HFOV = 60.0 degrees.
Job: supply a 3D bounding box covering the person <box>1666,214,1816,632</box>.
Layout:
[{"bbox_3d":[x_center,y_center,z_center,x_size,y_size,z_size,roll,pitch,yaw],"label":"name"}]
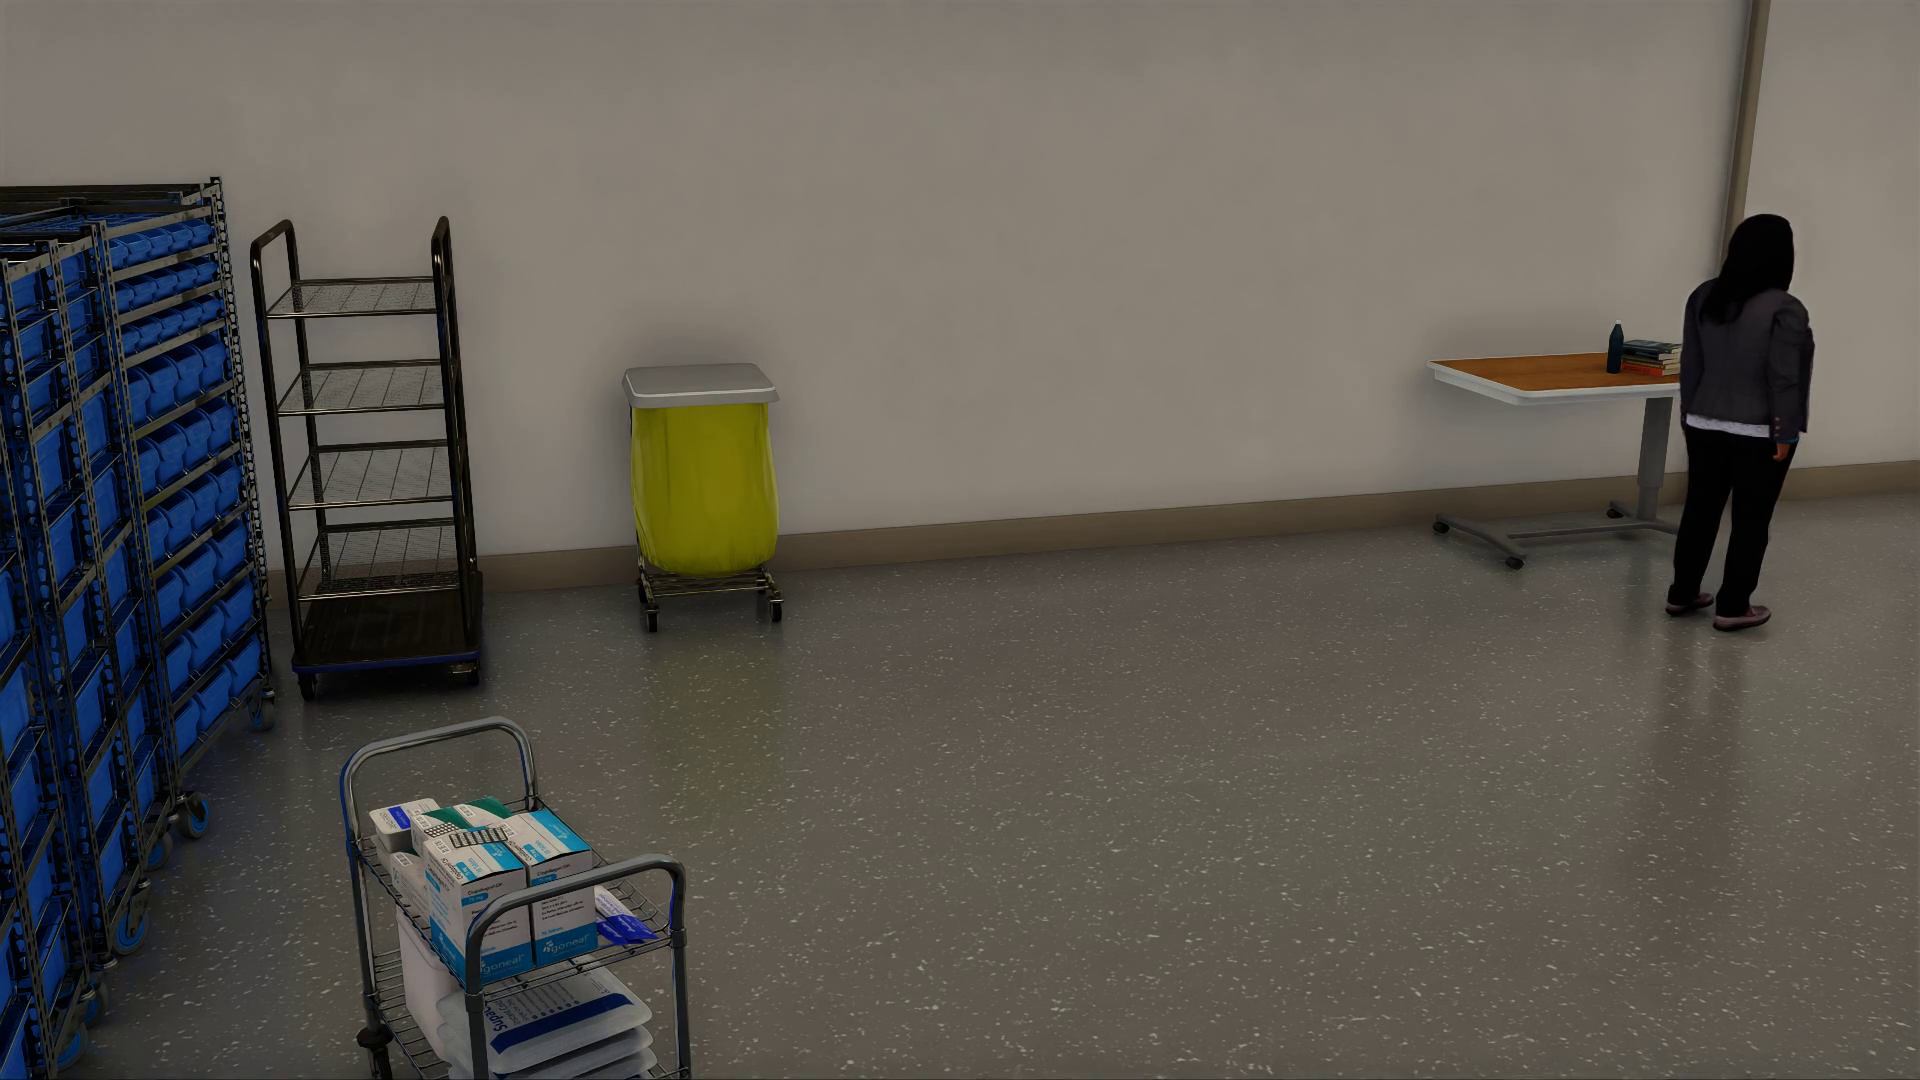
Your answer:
[{"bbox_3d":[2.999,-0.444,6.407,0.725,1.595,0.726,-8,18,-26],"label":"person"}]
